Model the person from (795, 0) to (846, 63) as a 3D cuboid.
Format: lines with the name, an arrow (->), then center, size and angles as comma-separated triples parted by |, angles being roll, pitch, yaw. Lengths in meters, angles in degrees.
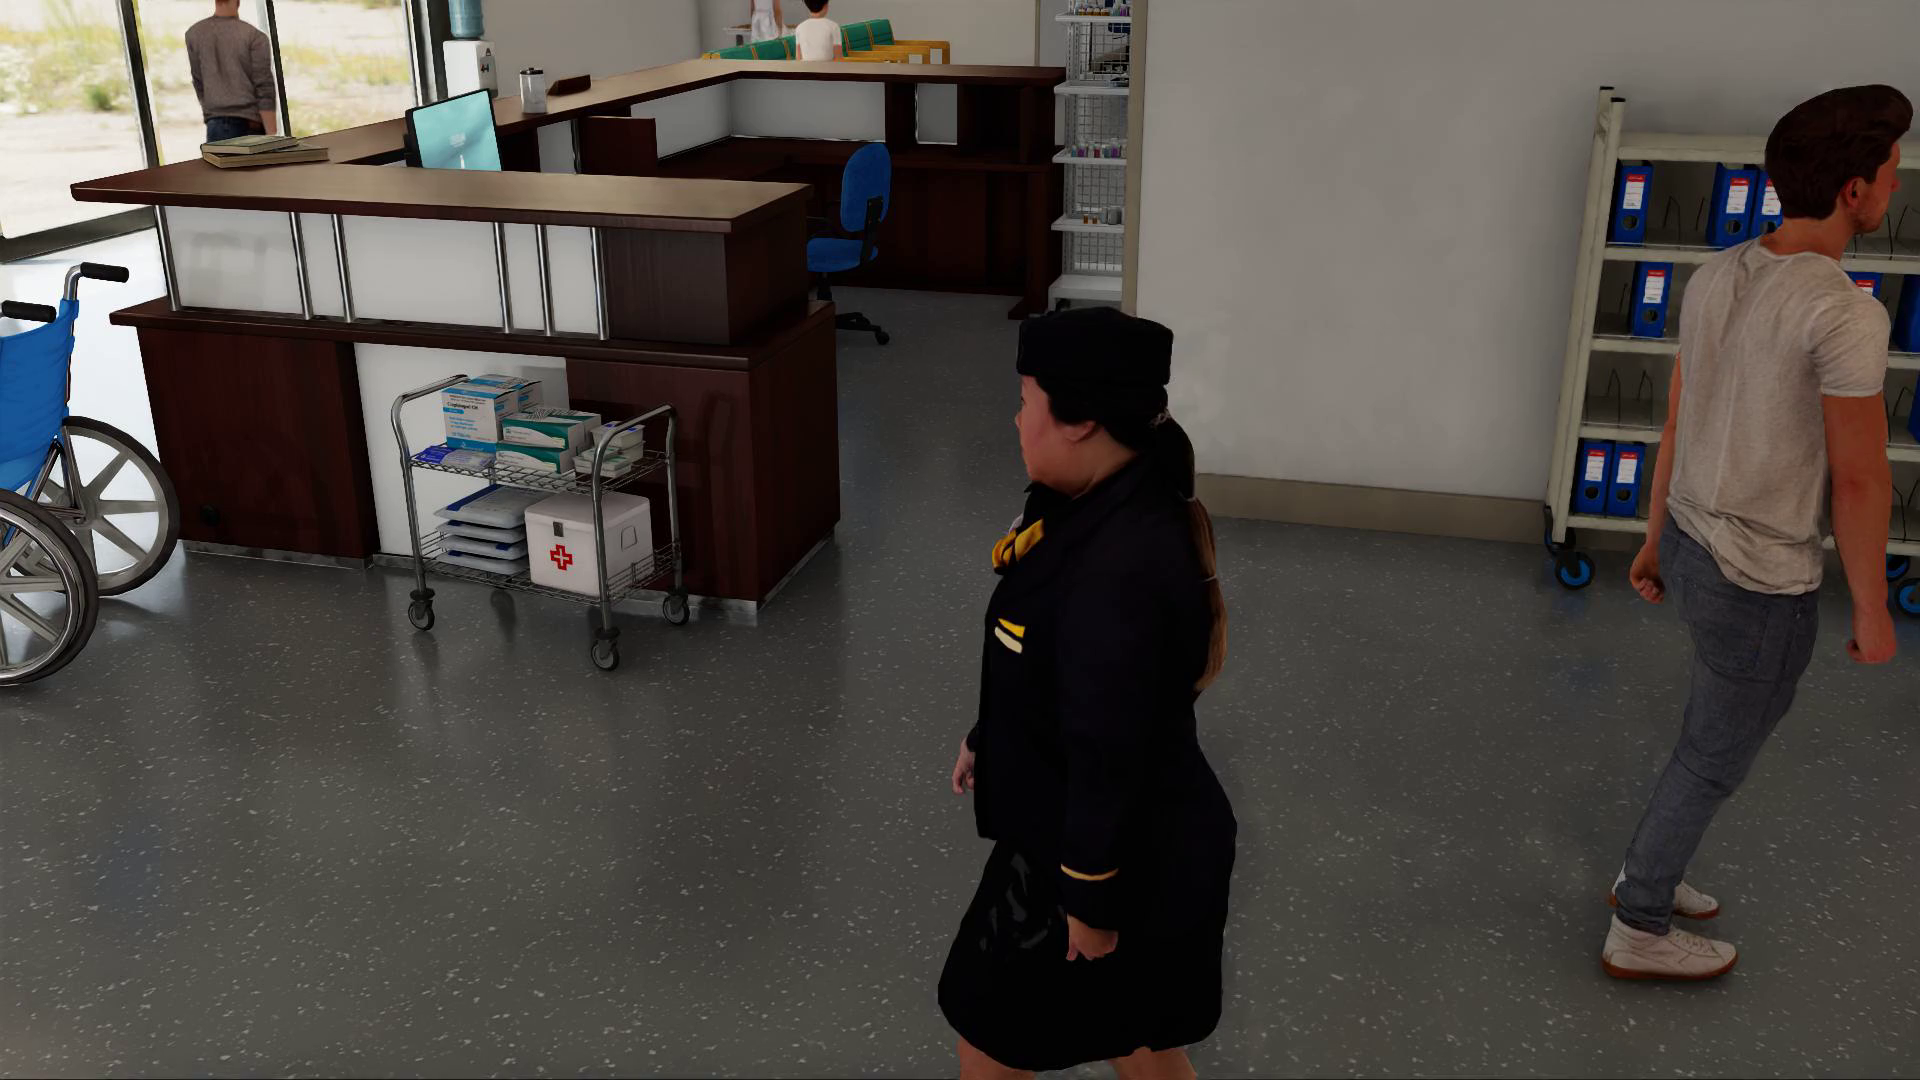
person -> -1.116, -3.491, 13.060 | 0.843, 1.640, 0.693 | 8, 22, 20

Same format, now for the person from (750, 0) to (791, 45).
person -> -2.125, -5.392, 17.906 | 0.756, 1.762, 0.778 | 9, 22, 22

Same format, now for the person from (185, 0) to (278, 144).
person -> -4.243, -2.328, 9.675 | 1.222, 1.861, 0.974 | 0, 21, 0

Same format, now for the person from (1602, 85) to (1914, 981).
person -> 1.484, 0.069, 3.321 | 0.734, 1.880, 0.732 | -2, 21, -5

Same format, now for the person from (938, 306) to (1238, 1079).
person -> 0.300, 0.490, 2.545 | 0.847, 1.642, 0.722 | 3, 21, 9
